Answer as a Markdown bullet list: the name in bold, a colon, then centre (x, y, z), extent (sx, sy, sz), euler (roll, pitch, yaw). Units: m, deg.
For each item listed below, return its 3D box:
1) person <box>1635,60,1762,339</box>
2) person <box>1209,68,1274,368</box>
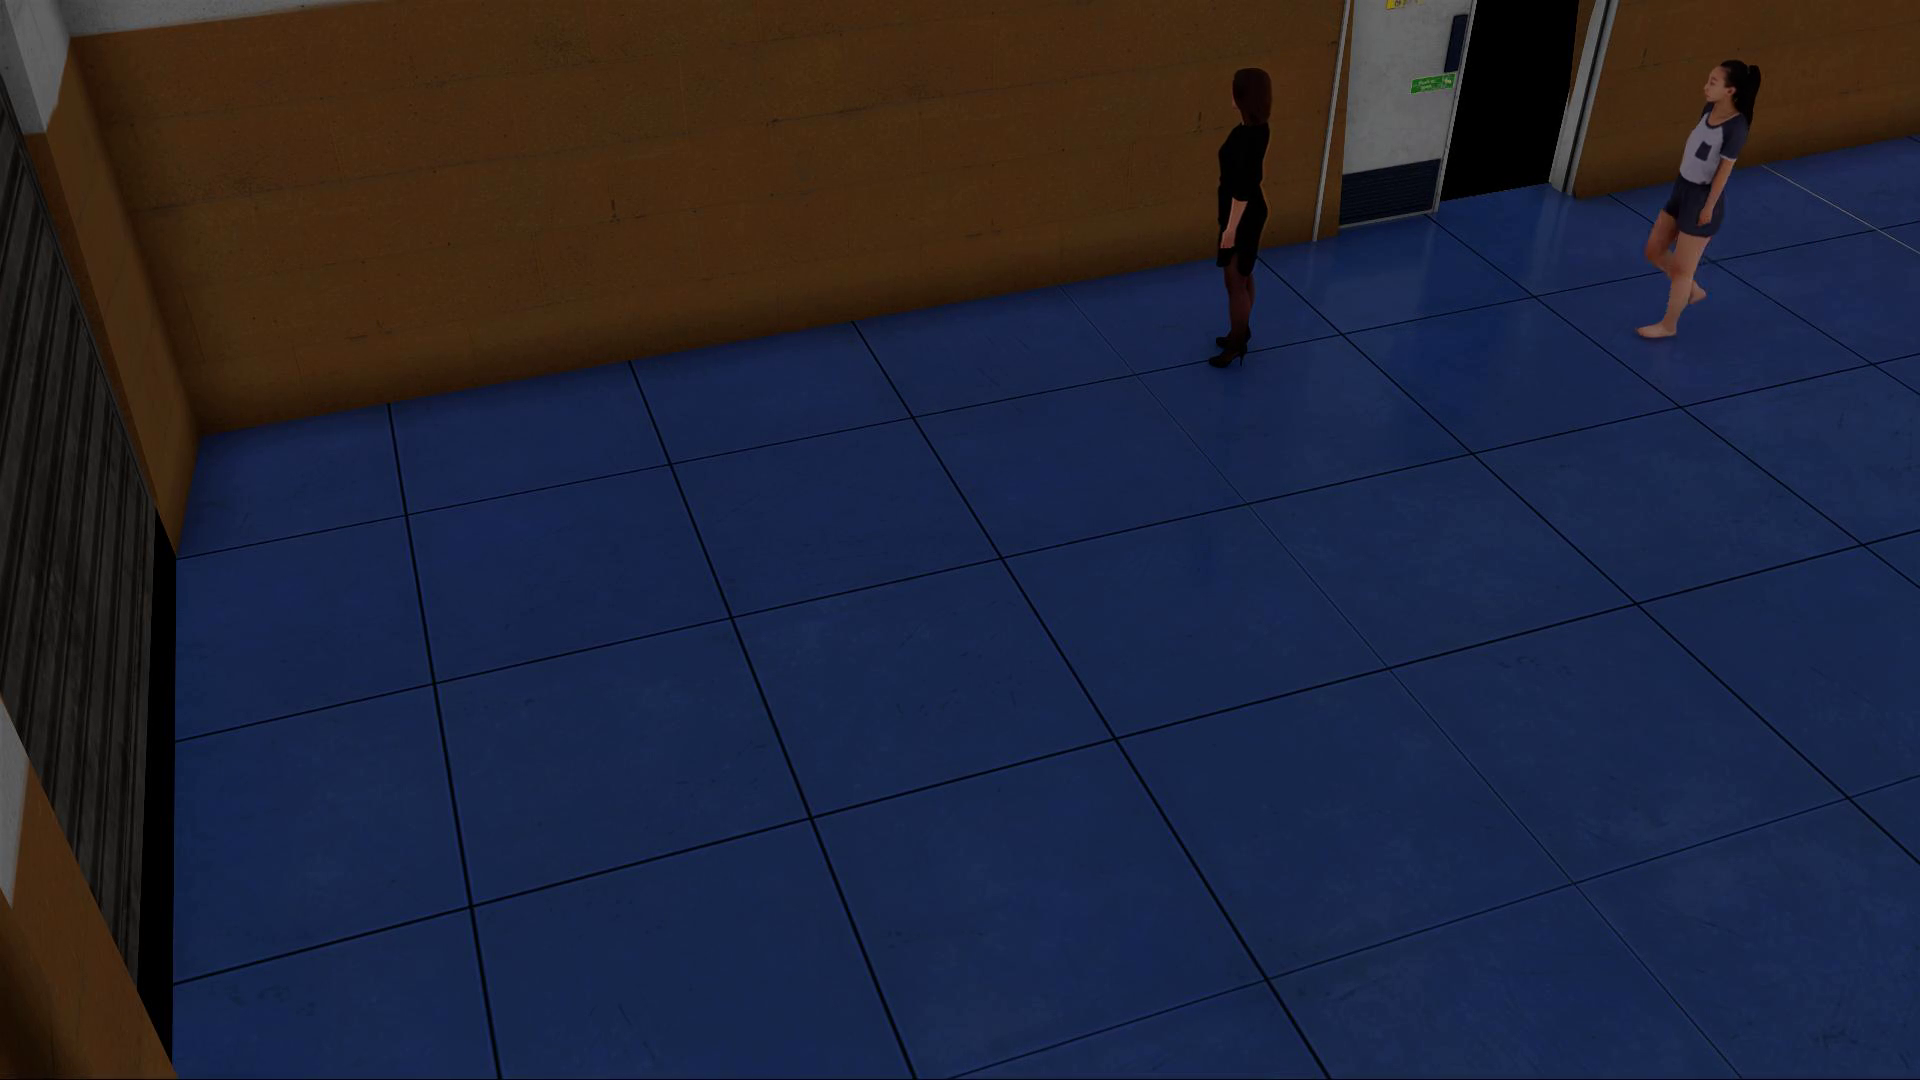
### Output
- **person**: centre (4.192, -1.871, 9.275), extent (0.740, 1.640, 0.665), euler (-2, 37, -3)
- **person**: centre (1.532, -1.733, 9.025), extent (0.715, 1.704, 0.631), euler (12, 38, 15)
